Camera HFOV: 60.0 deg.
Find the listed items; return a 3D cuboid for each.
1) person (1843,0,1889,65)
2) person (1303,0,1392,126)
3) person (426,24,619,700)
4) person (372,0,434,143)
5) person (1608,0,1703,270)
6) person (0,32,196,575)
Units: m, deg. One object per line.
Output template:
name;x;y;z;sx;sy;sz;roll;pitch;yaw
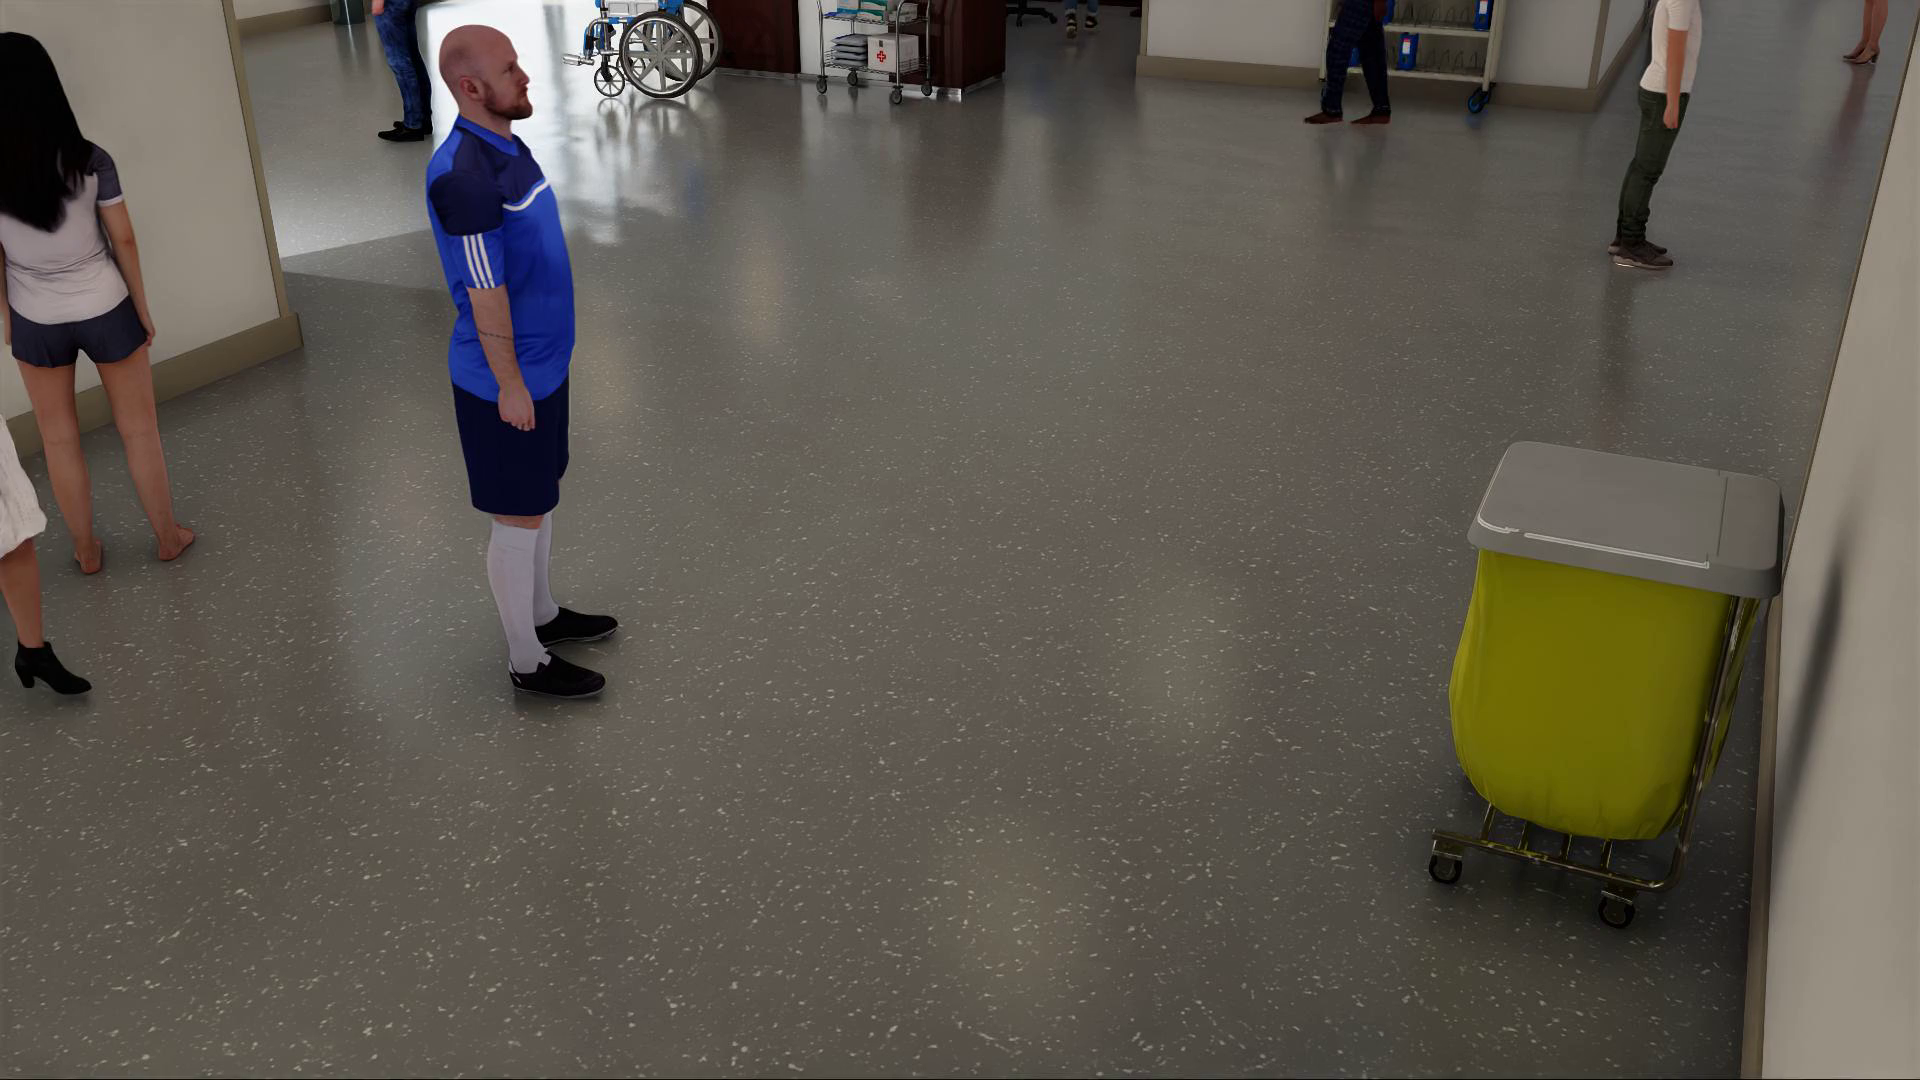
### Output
person;7.628;-4.865;13.739;0.726;1.772;0.725;3;26;7
person;2.875;-3.739;11.369;0.974;1.803;0.866;2;26;4
person;-1.211;-0.465;4.534;0.751;1.842;0.758;-2;26;-3
person;-3.757;-3.625;11.032;0.719;1.890;0.751;1;26;1
person;3.560;-2.236;8.422;0.552;1.655;0.580;9;27;18
person;-2.782;-0.710;5.198;0.672;1.707;0.732;-9;27;-18
